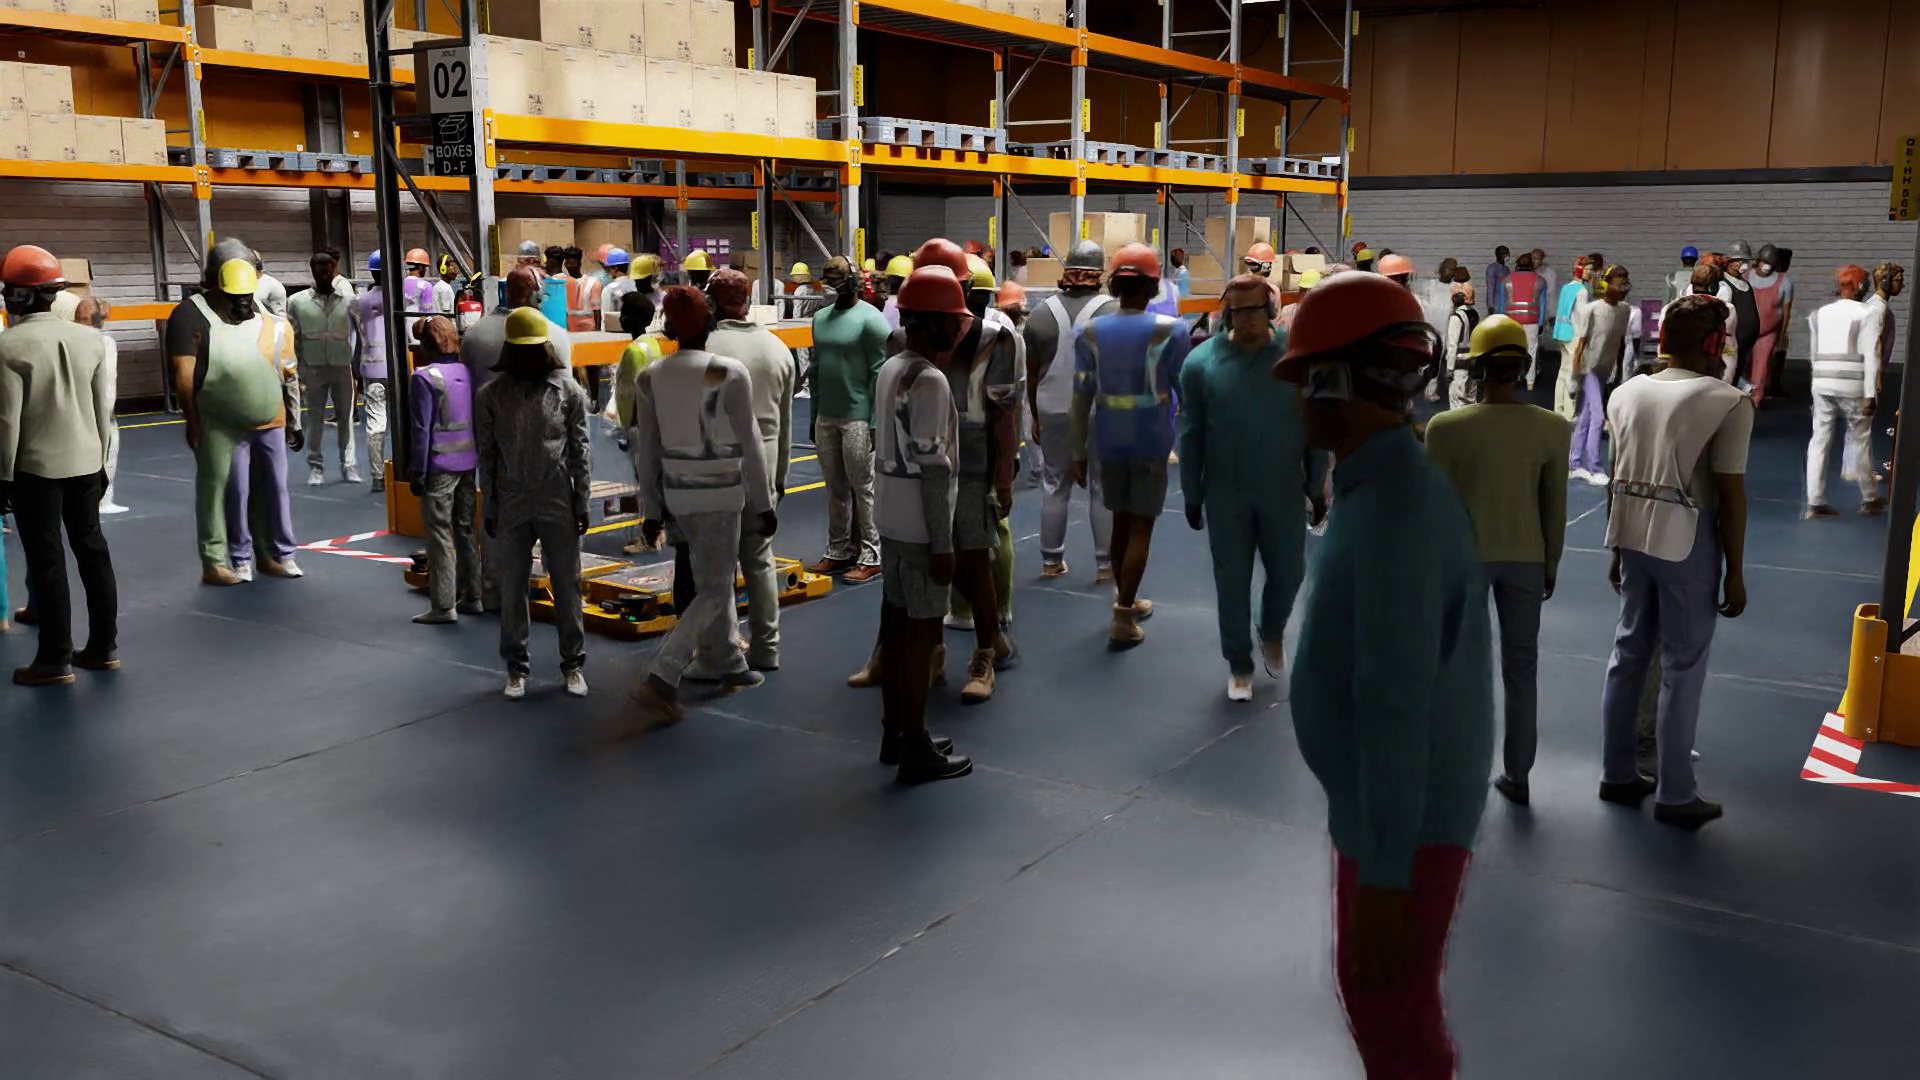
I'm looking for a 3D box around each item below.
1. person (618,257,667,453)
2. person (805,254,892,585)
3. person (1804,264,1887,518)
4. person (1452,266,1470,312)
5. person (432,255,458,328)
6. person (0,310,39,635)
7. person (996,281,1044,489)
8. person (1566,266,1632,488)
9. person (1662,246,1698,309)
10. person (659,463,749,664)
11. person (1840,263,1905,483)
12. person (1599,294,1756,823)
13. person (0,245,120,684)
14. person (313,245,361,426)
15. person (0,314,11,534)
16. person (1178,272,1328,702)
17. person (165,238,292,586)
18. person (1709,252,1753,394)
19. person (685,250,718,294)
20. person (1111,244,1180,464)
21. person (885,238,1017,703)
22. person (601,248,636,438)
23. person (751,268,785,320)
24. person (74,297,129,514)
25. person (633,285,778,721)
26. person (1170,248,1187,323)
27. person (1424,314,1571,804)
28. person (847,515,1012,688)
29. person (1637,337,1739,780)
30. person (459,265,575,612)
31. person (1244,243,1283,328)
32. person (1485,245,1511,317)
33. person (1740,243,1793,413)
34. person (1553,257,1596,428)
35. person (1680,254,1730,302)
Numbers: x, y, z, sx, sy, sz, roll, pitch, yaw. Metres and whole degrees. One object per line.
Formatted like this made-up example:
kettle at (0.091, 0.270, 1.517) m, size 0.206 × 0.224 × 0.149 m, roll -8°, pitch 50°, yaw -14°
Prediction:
person at (-2.943, -1.755, 15.858) m, size 0.614 × 1.855 × 1.013 m, roll 3°, pitch 11°, yaw 15°
person at (-0.670, -0.709, 9.841) m, size 0.638 × 1.938 × 0.356 m, roll 10°, pitch 14°, yaw 43°
person at (6.542, -1.083, 12.202) m, size 0.902 × 1.838 × 0.638 m, roll -6°, pitch 12°, yaw -30°
person at (7.673, -3.368, 25.469) m, size 0.514 × 1.622 × 0.314 m, roll -9°, pitch 14°, yaw -42°
person at (-5.598, -2.181, 18.210) m, size 0.330 × 1.865 × 0.518 m, roll -5°, pitch 11°, yaw -25°
person at (-4.969, -0.432, 8.582) m, size 0.340 × 1.840 × 0.503 m, roll 6°, pitch 12°, yaw 31°
person at (0.455, -1.195, 13.182) m, size 0.570 × 1.717 × 0.808 m, roll 3°, pitch 11°, yaw 16°
person at (5.290, -1.353, 13.796) m, size 0.511 × 1.813 × 0.678 m, roll -6°, pitch 12°, yaw -30°
person at (9.590, -2.900, 21.981) m, size 0.602 × 1.939 × 0.397 m, roll 5°, pitch 11°, yaw 25°
person at (-1.187, -0.231, 7.923) m, size 0.534 × 1.674 × 0.474 m, roll -5°, pitch 11°, yaw -27°
person at (7.649, -1.394, 13.938) m, size 0.352 × 1.837 × 0.502 m, roll 4°, pitch 11°, yaw 22°
person at (2.475, 0.067, 5.824) m, size 0.390 × 1.837 × 0.561 m, roll -5°, pitch 11°, yaw -25°
person at (-4.164, -0.339, 7.627) m, size 0.374 × 1.997 × 0.614 m, roll 4°, pitch 11°, yaw 20°
person at (-6.796, -2.218, 18.127) m, size 0.362 × 1.962 × 0.613 m, roll -9°, pitch 13°, yaw -40°
person at (-6.821, -0.987, 11.350) m, size 0.600 × 1.958 × 0.392 m, roll -6°, pitch 12°, yaw -32°
person at (1.286, -0.230, 7.333) m, size 0.661 × 1.885 × 0.450 m, roll 1°, pitch 10°, yaw 5°
person at (-4.281, -0.767, 9.883) m, size 0.535 × 2.000 × 0.681 m, roll 7°, pitch 12°, yaw 34°
person at (9.031, -2.451, 19.654) m, size 0.613 × 1.879 × 0.646 m, roll 3°, pitch 11°, yaw 18°
person at (-2.354, -1.646, 15.068) m, size 0.370 × 1.927 × 0.588 m, roll 1°, pitch 10°, yaw 3°
person at (1.665, -1.688, 14.981) m, size 0.693 × 2.000 × 0.760 m, roll -3°, pitch 11°, yaw -16°
person at (-0.054, -0.297, 7.310) m, size 0.613 × 2.033 × 0.410 m, roll 3°, pitch 11°, yaw 18°
person at (-3.442, -2.009, 17.051) m, size 0.415 × 1.940 × 0.605 m, roll 7°, pitch 12°, yaw 35°
person at (-2.905, -3.359, 25.034) m, size 0.562 × 1.753 × 0.327 m, roll 4°, pitch 11°, yaw 21°
person at (-6.437, -0.963, 12.166) m, size 0.541 × 1.611 × 0.542 m, roll 4°, pitch 11°, yaw 19°
person at (-1.124, -0.161, 7.116) m, size 0.584 × 1.848 × 0.901 m, roll 6°, pitch 12°, yaw 32°
person at (3.566, -3.809, 27.165) m, size 0.355 × 1.886 × 0.572 m, roll 0°, pitch 10°, yaw 3°
person at (1.897, 0.079, 5.976) m, size 0.525 × 1.761 × 0.340 m, roll 0°, pitch 10°, yaw 2°
person at (-0.104, -0.166, 7.616) m, size 0.831 × 1.661 × 0.537 m, roll -8°, pitch 13°, yaw -39°
person at (2.726, 0.032, 6.288) m, size 0.316 × 1.740 × 0.504 m, roll 6°, pitch 12°, yaw 29°
person at (-2.380, -0.536, 9.023) m, size 0.712 × 1.891 × 0.406 m, roll 2°, pitch 11°, yaw 13°
person at (2.727, -1.716, 15.266) m, size 0.379 × 1.995 × 0.610 m, roll -8°, pitch 13°, yaw -37°
person at (8.785, -3.832, 27.144) m, size 0.372 × 1.940 × 0.627 m, roll 9°, pitch 14°, yaw 41°
person at (9.525, -2.569, 19.863) m, size 0.691 × 2.000 × 0.972 m, roll 7°, pitch 12°, yaw 34°
person at (6.648, -2.141, 18.048) m, size 0.373 × 1.838 × 0.570 m, roll 0°, pitch 10°, yaw -1°
person at (7.505, -1.939, 16.812) m, size 0.356 × 1.883 × 0.575 m, roll -5°, pitch 11°, yaw -27°
